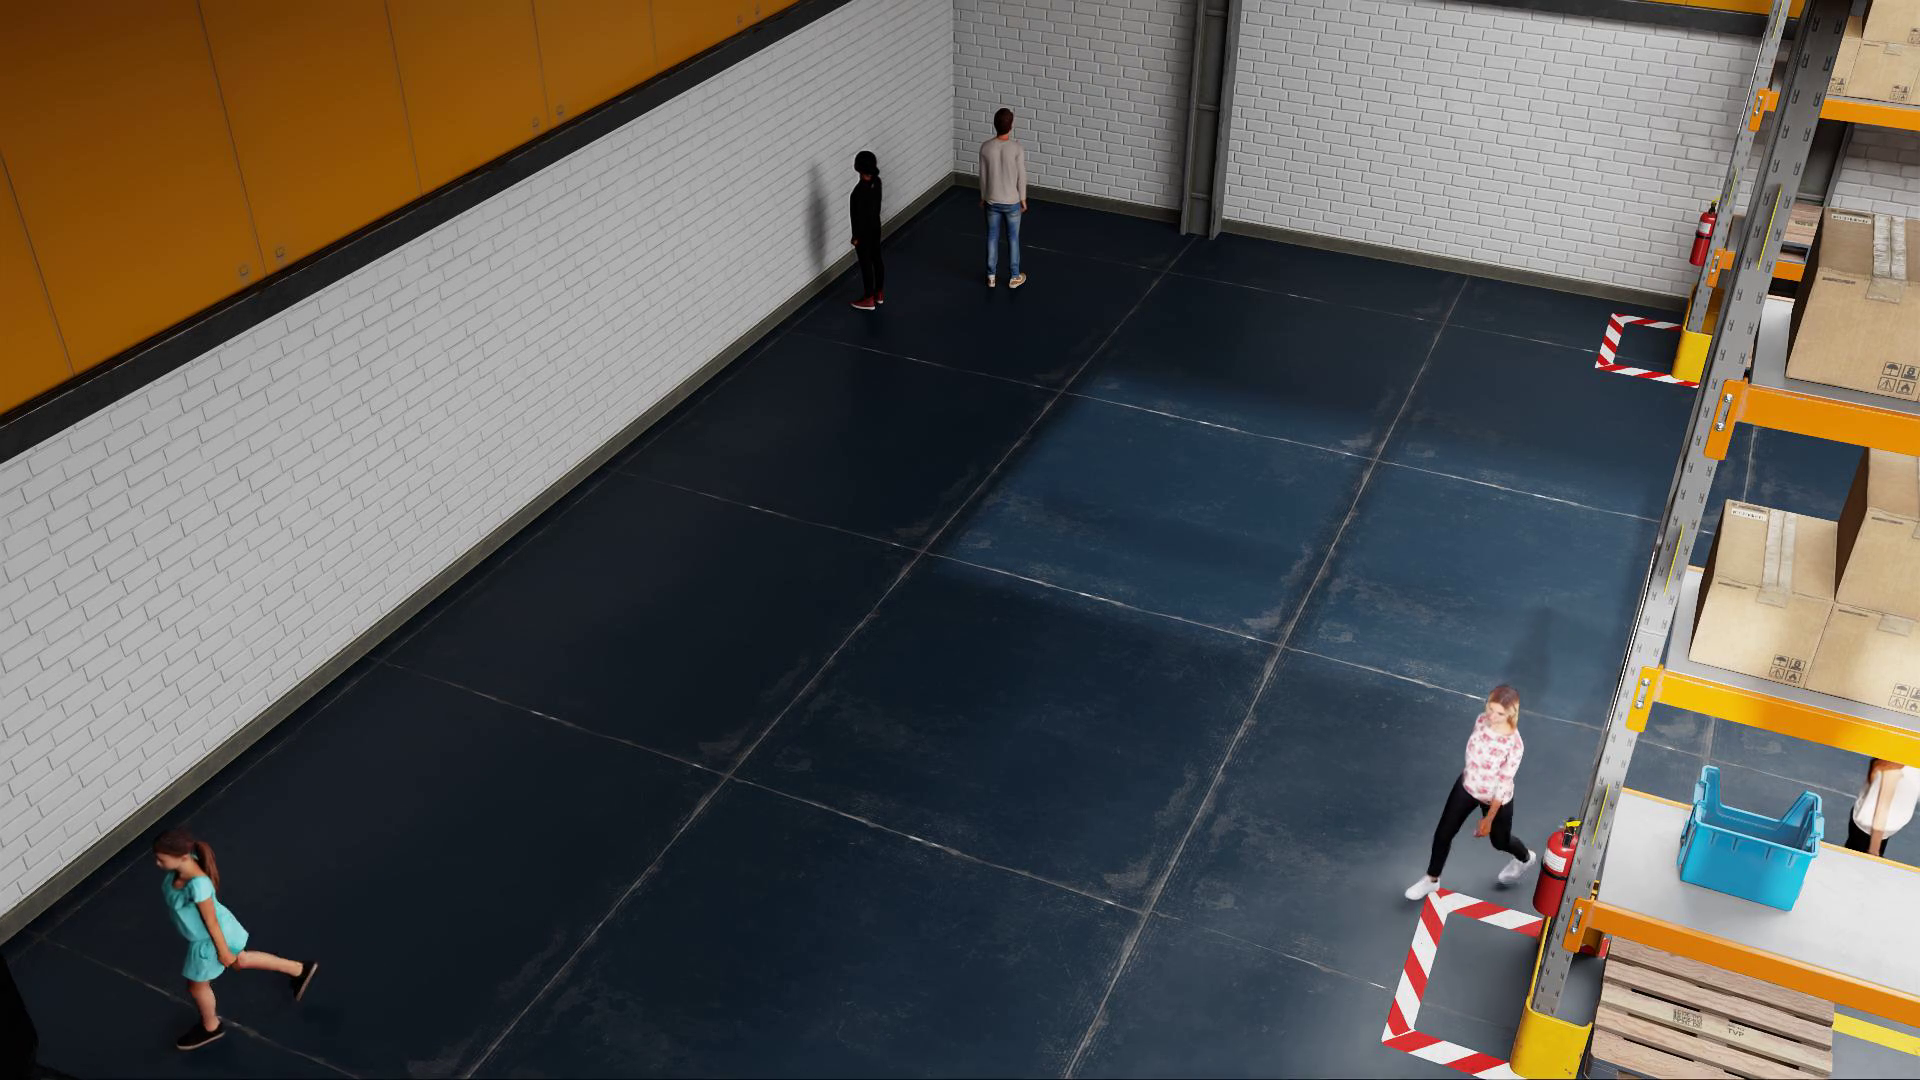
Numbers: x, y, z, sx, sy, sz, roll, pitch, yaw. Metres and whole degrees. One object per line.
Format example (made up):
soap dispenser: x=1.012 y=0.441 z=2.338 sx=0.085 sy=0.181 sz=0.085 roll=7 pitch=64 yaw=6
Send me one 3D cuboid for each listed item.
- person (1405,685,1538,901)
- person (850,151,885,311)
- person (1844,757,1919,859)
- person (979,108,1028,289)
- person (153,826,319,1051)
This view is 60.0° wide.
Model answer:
person: x=3.217 y=1.519 z=9.937 sx=1.032 sy=1.594 sz=1.067 roll=-16 pitch=37 yaw=-23
person: x=-0.933 y=-3.158 z=16.901 sx=0.575 sy=1.674 sz=0.621 roll=19 pitch=38 yaw=27
person: x=5.266 y=1.648 z=9.628 sx=0.511 sy=1.721 sz=0.580 roll=17 pitch=37 yaw=24
person: x=0.446 y=-3.535 z=17.259 sx=0.585 sy=1.905 sz=0.767 roll=8 pitch=34 yaw=11
person: x=-4.015 y=2.120 z=9.088 sx=1.000 sy=1.532 sz=1.057 roll=-18 pitch=38 yaw=-25
